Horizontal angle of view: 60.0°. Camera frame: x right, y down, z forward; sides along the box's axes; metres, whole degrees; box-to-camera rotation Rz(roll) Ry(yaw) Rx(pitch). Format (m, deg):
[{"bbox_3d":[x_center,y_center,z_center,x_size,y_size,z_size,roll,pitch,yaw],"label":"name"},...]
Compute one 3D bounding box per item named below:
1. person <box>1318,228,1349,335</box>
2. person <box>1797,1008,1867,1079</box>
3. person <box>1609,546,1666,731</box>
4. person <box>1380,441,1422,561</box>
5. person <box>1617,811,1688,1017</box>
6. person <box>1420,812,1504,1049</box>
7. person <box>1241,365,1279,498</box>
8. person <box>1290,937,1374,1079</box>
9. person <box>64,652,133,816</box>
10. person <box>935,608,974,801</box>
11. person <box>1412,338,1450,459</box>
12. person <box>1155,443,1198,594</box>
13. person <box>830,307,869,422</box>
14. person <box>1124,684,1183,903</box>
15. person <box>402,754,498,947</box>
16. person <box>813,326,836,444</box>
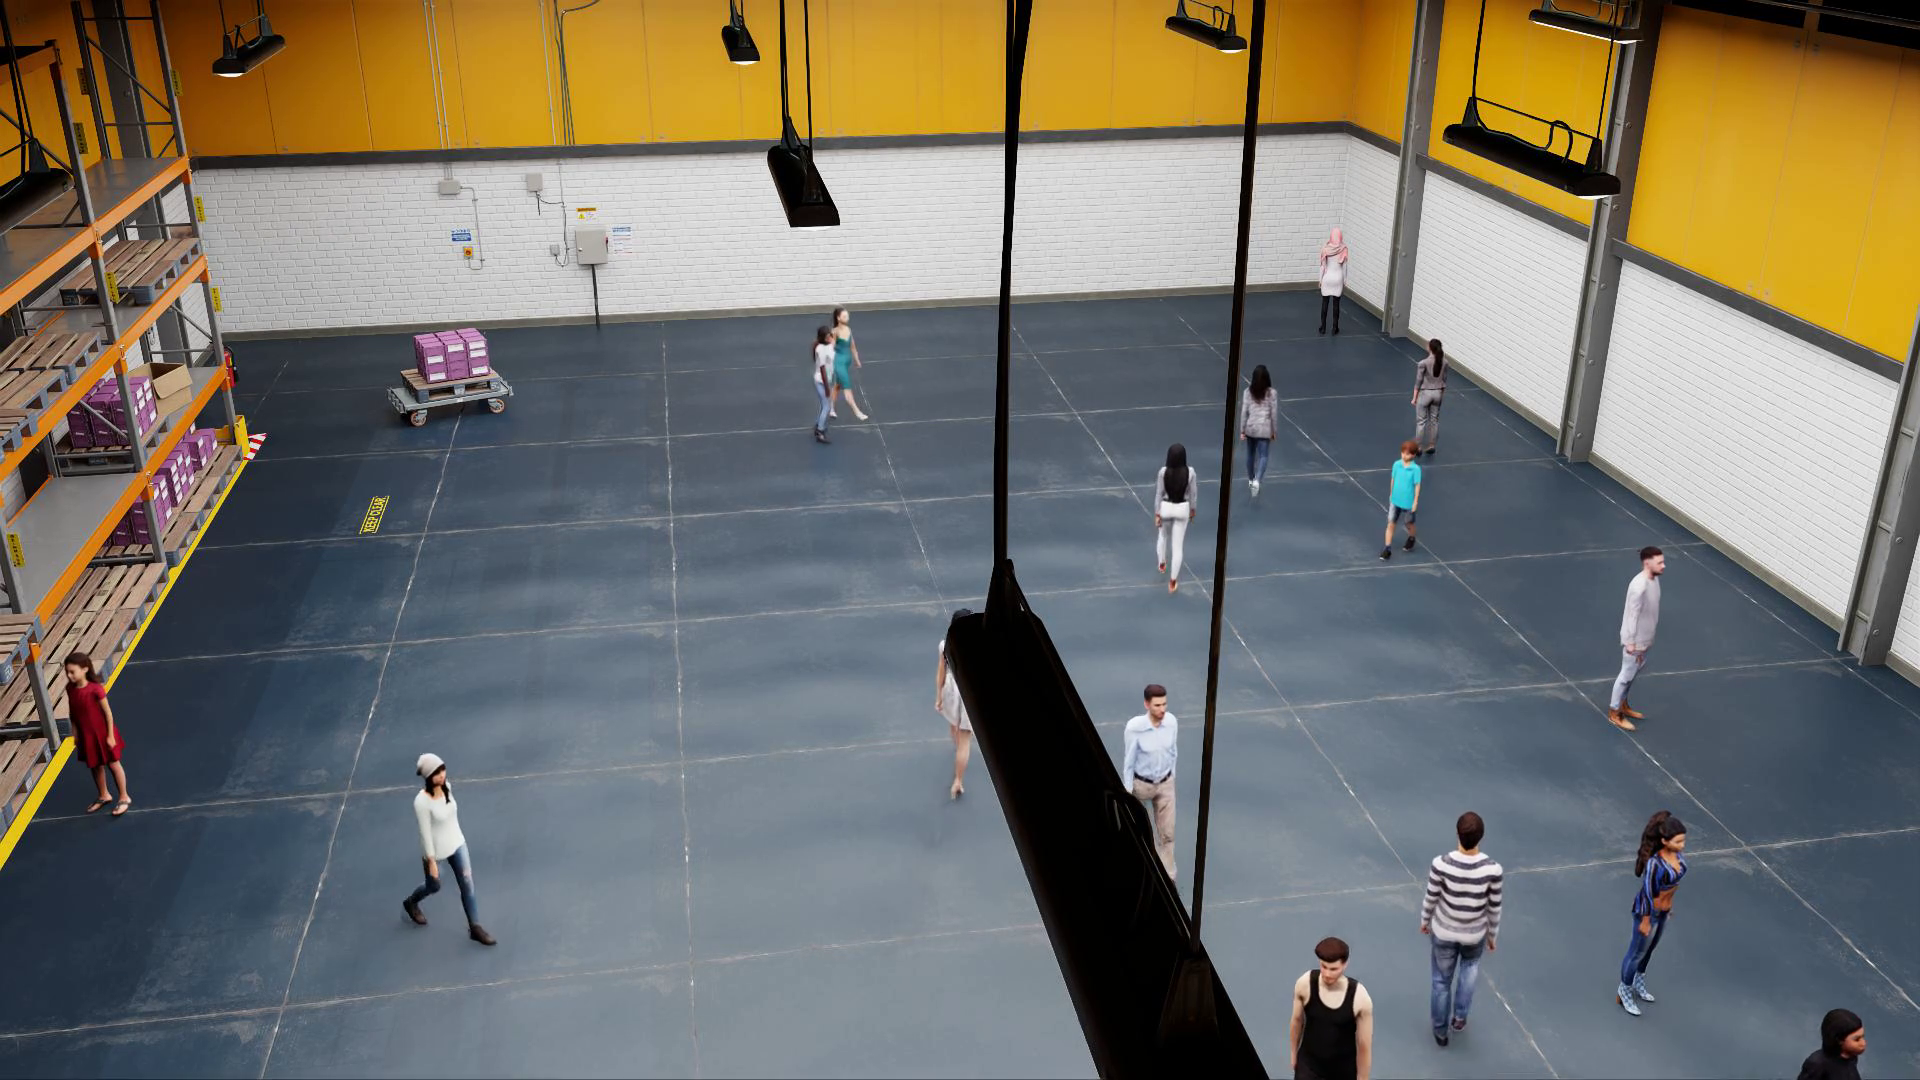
[{"bbox_3d":[6.279,-4.367,28.010,0.716,1.804,0.712,4,24,9],"label":"person"},{"bbox_3d":[5.127,3.525,10.153,0.880,1.645,1.216,-15,27,-30],"label":"person"},{"bbox_3d":[6.487,0.902,15.913,0.795,1.839,0.748,17,29,34],"label":"person"},{"bbox_3d":[5.271,-0.495,19.628,0.928,1.422,0.963,18,29,35],"label":"person"},{"bbox_3d":[5.028,2.699,12.083,0.691,1.614,0.709,-19,30,-36],"label":"person"},{"bbox_3d":[3.489,2.782,11.614,0.784,1.838,0.796,5,24,11],"label":"person"},{"bbox_3d":[3.817,-1.376,21.285,0.932,1.710,1.161,6,24,14],"label":"person"},{"bbox_3d":[2.348,3.265,10.501,1.073,1.844,1.282,9,25,19],"label":"person"},{"bbox_3d":[-7.546,1.668,14.517,0.630,1.553,0.688,4,24,8],"label":"person"},{"bbox_3d":[0.000,1.479,14.714,0.873,1.741,1.168,3,24,8],"label":"person"},{"bbox_3d":[6.374,-1.928,22.587,0.631,1.678,0.600,-6,24,-14],"label":"person"},{"bbox_3d":[2.399,-0.231,18.686,0.837,1.694,1.068,5,24,11],"label":"person"},{"bbox_3d":[-1.769,-2.525,23.991,1.054,1.648,0.990,17,29,33],"label":"person"},{"bbox_3d":[1.501,1.962,13.527,0.775,1.807,1.255,-8,25,-17],"label":"person"},{"bbox_3d":[-4.058,2.380,12.815,1.042,1.612,1.095,11,26,23],"label":"person"},{"bbox_3d":[-1.914,-2.189,23.166,0.881,1.692,0.653,-2,24,-5],"label":"person"}]
